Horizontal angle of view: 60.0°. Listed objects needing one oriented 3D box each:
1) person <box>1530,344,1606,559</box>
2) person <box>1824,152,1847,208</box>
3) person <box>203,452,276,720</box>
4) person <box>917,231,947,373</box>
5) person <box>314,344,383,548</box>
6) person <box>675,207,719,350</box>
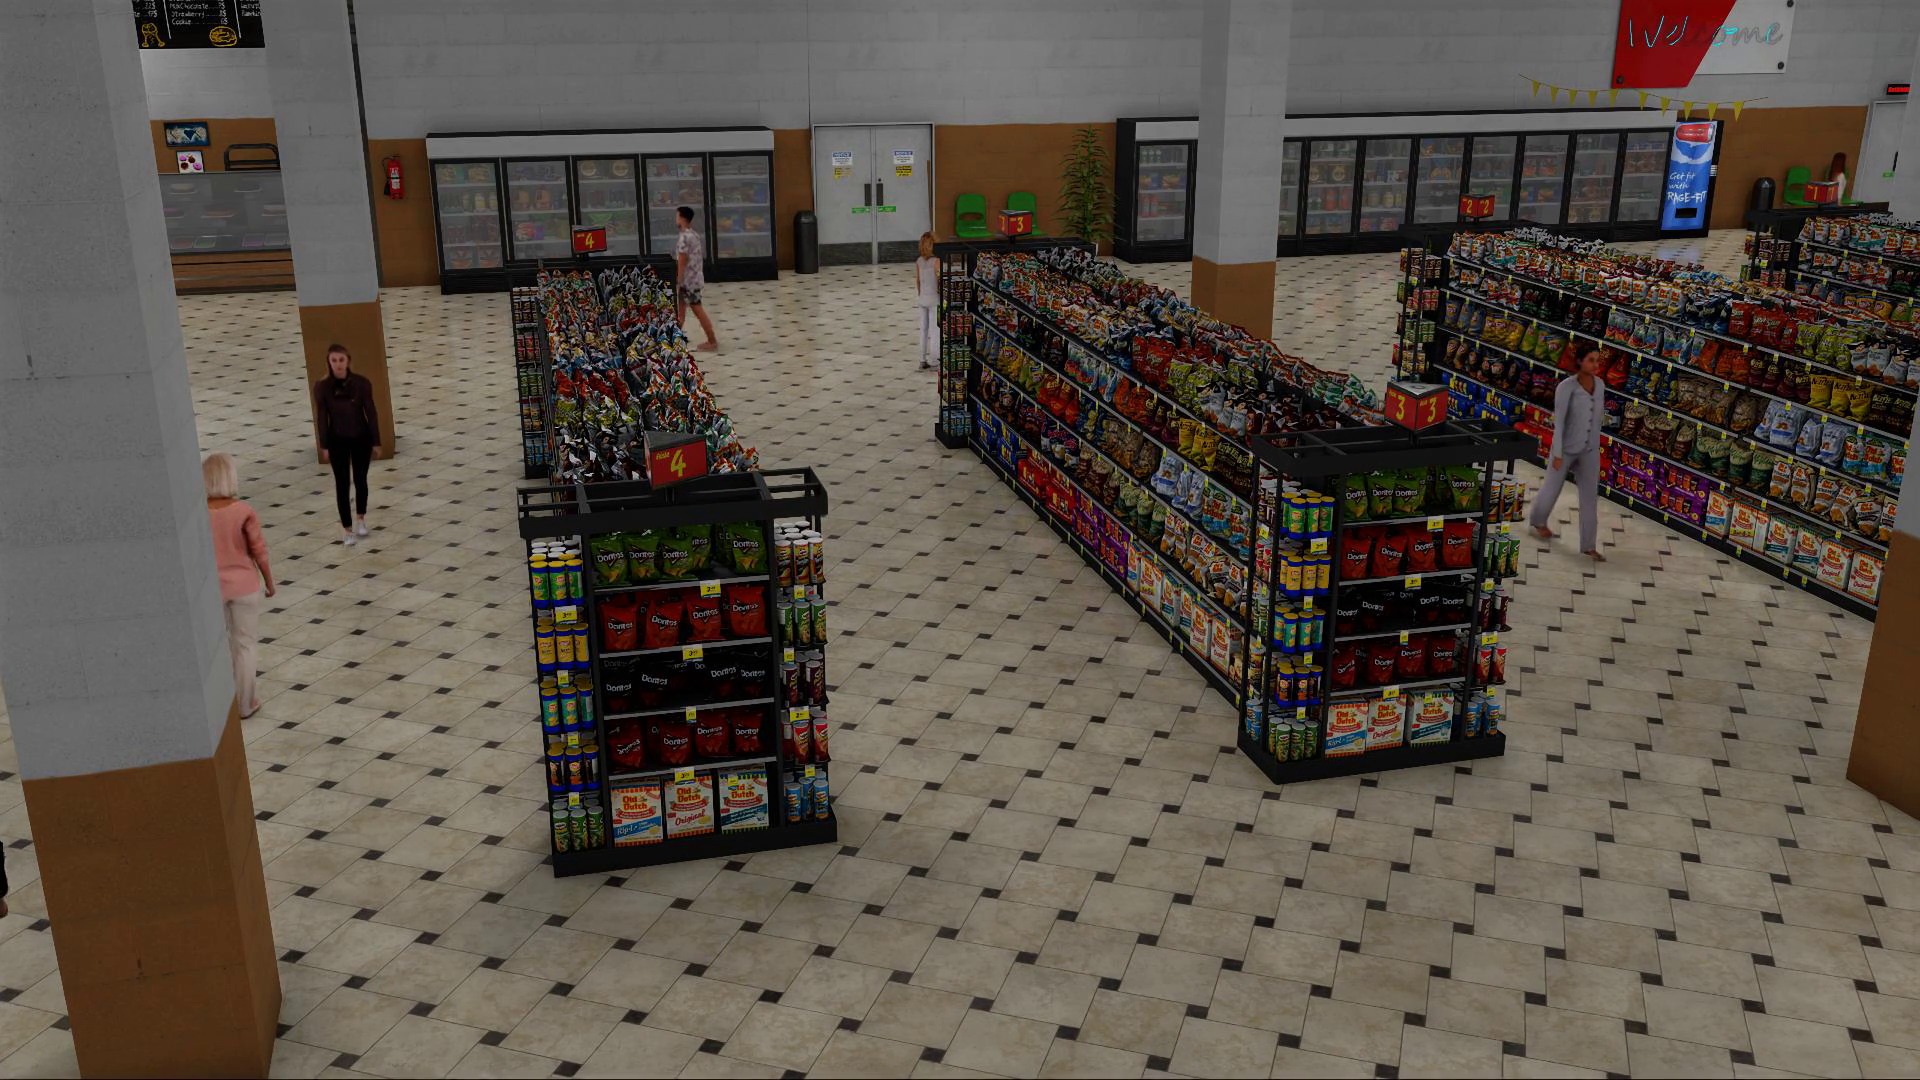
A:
[{"bbox_3d":[4.996,-0.756,13.671,0.686,1.689,1.180,-4,19,-12],"label":"person"},{"bbox_3d":[14.861,-5.734,28.375,0.673,1.726,0.510,-1,19,-2],"label":"person"},{"bbox_3d":[-4.610,0.315,10.459,0.675,1.711,0.745,-1,19,-4],"label":"person"},{"bbox_3d":[-0.360,-2.866,19.957,0.634,1.671,0.737,18,25,42],"label":"person"},{"bbox_3d":[-5.088,-0.820,13.886,0.712,1.672,0.980,-9,20,-24],"label":"person"},{"bbox_3d":[-3.324,-3.263,20.979,1.041,1.770,1.150,3,19,7],"label":"person"}]
